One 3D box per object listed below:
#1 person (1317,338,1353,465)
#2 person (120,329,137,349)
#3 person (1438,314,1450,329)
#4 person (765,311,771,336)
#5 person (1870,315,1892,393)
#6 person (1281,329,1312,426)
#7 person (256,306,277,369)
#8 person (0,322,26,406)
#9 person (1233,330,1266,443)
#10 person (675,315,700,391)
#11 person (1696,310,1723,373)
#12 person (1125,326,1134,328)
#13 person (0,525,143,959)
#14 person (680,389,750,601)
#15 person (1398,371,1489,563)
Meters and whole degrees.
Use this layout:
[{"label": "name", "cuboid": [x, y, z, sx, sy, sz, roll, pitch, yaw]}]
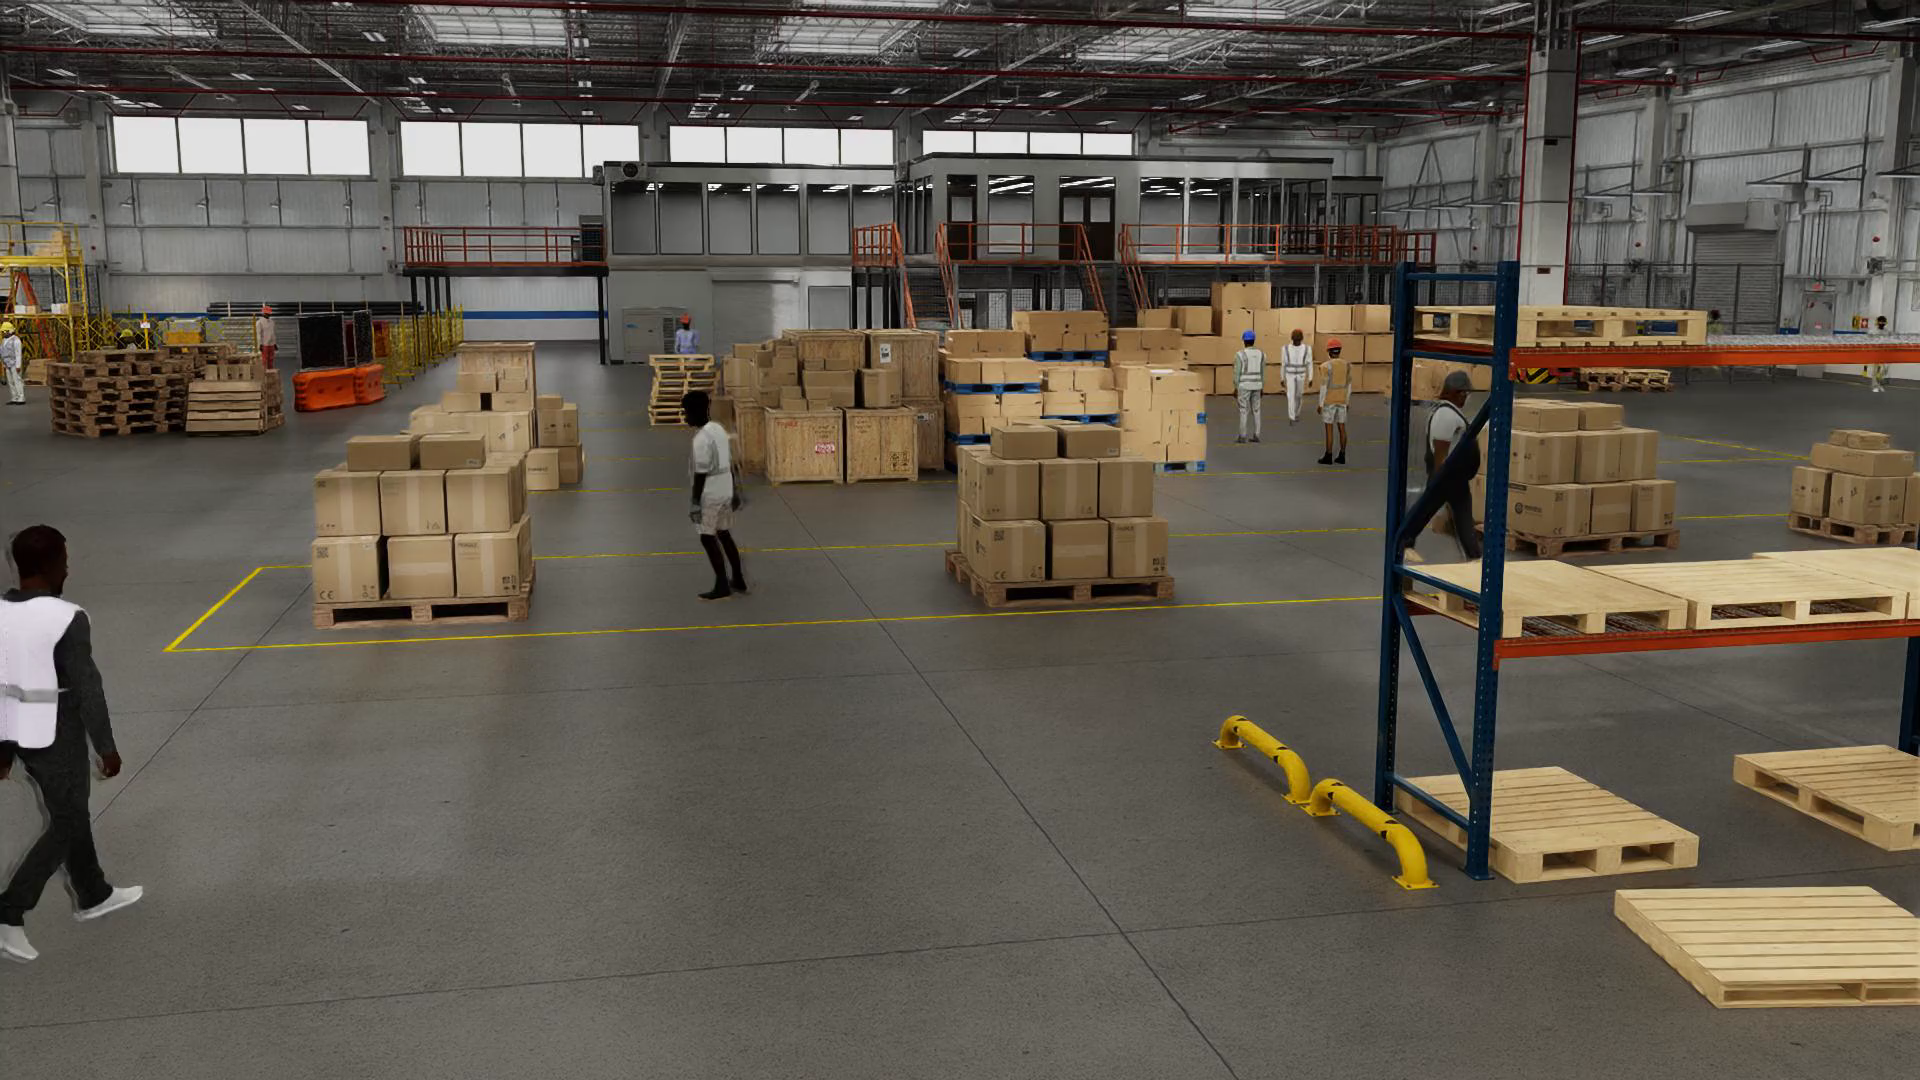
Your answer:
[{"label": "person", "cuboid": [5.703, -2.112, 25.398, 0.542, 1.928, 0.374, -3, 10, -19]}, {"label": "person", "cuboid": [-17.016, -3.454, 34.142, 0.325, 1.740, 0.492, -7, 12, -37]}, {"label": "person", "cuboid": [14.269, -5.878, 48.761, 0.628, 1.797, 0.764, 6, 11, 32]}, {"label": "person", "cuboid": [-6.222, -6.677, 53.410, 1.018, 1.856, 0.666, -2, 10, -12]}, {"label": "person", "cuboid": [22.060, -4.450, 39.863, 0.576, 1.852, 0.472, 1, 9, 9]}, {"label": "person", "cuboid": [6.439, -3.130, 31.865, 0.588, 1.854, 0.925, 1, 9, 6]}, {"label": "person", "cuboid": [-18.266, -5.174, 43.870, 0.389, 1.989, 0.610, 3, 10, 20]}, {"label": "person", "cuboid": [-20.574, -3.811, 36.081, 0.595, 1.824, 0.404, 6, 11, 32]}, {"label": "person", "cuboid": [4.946, -2.616, 28.457, 0.600, 1.939, 0.426, -4, 10, -23]}, {"label": "person", "cuboid": [-6.409, -4.328, 39.028, 0.567, 1.886, 1.018, 1, 9, 7]}, {"label": "person", "cuboid": [21.470, -5.689, 47.519, 0.632, 1.816, 0.762, -3, 10, -15]}, {"label": "person", "cuboid": [3.300, -3.341, 33.187, 0.993, 1.839, 0.579, 7, 12, 38]}, {"label": "person", "cuboid": [-4.047, 0.870, 7.358, 0.598, 1.887, 0.842, 4, 10, 23]}, {"label": "person", "cuboid": [-2.207, -0.405, 15.009, 0.470, 1.922, 0.742, 2, 10, 13]}, {"label": "person", "cuboid": [4.883, -0.749, 16.740, 1.030, 2.000, 0.684, 2, 9, 10]}]
